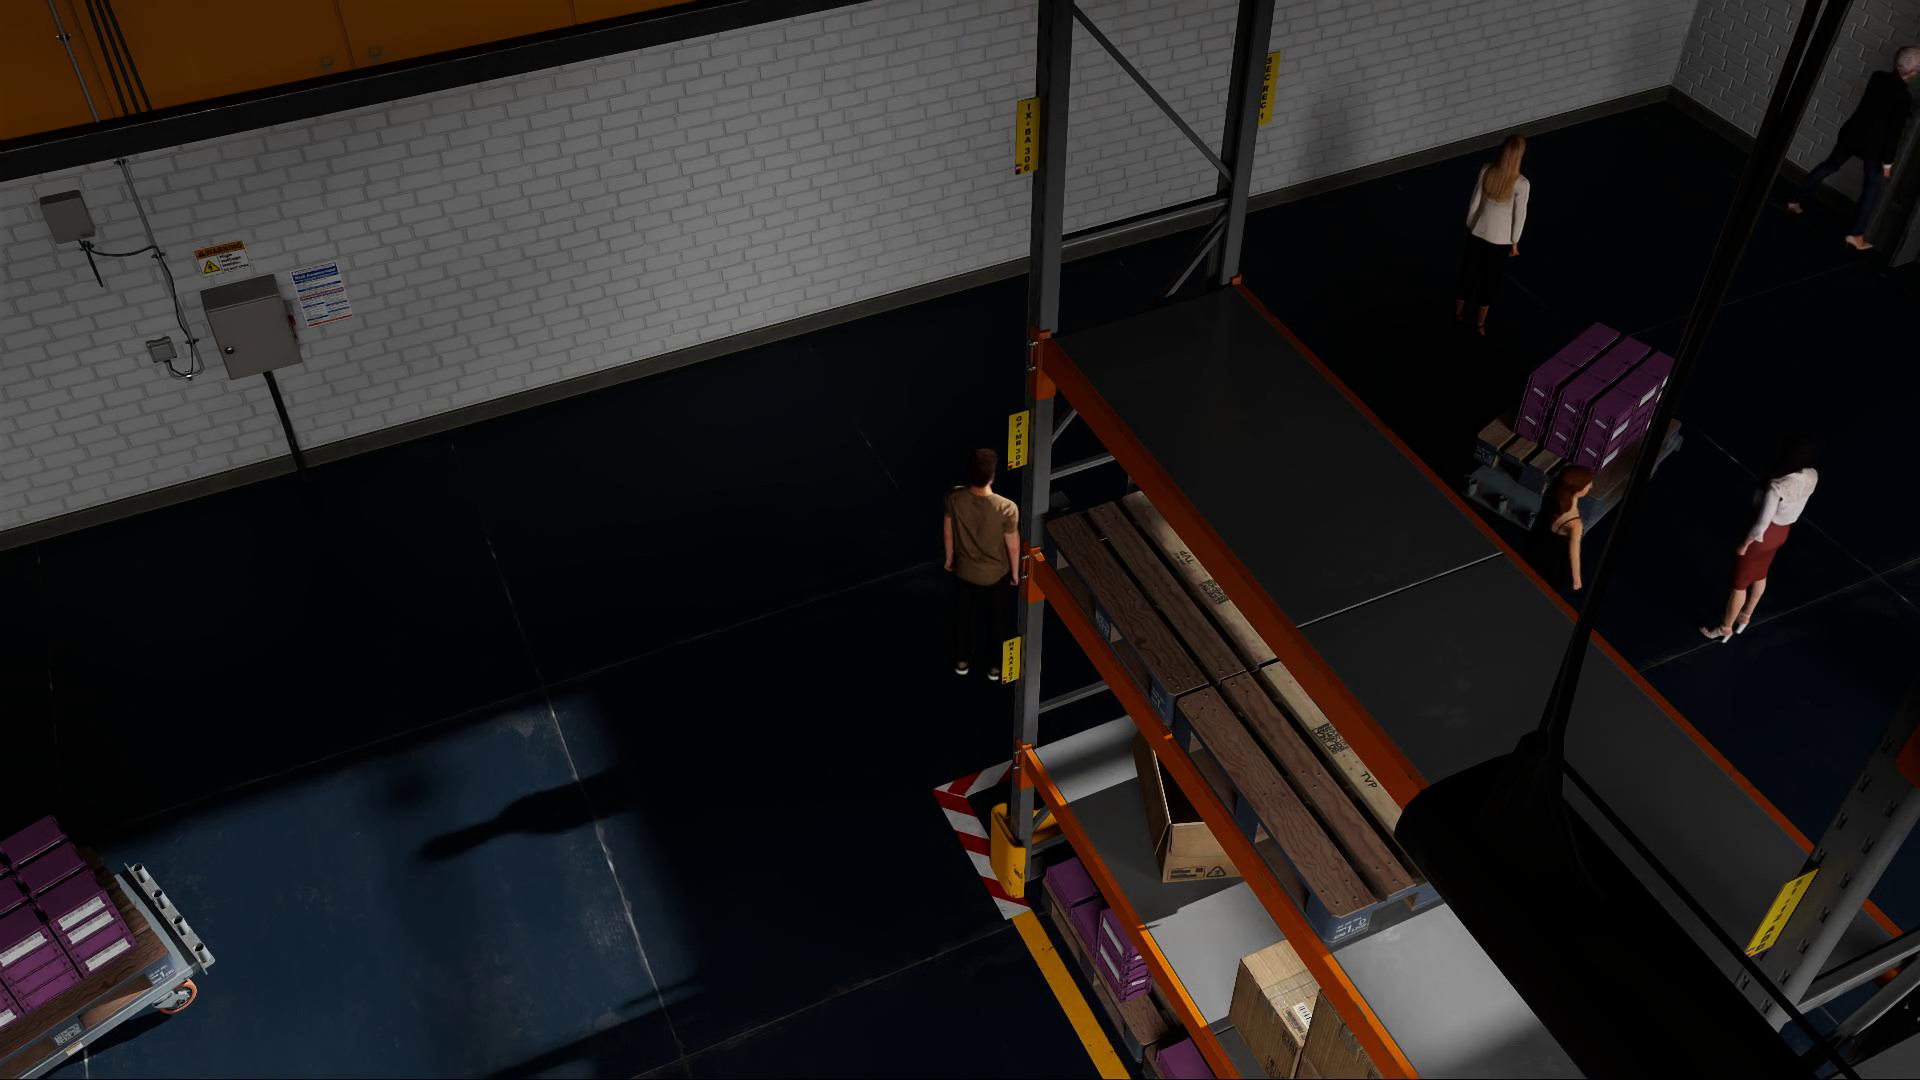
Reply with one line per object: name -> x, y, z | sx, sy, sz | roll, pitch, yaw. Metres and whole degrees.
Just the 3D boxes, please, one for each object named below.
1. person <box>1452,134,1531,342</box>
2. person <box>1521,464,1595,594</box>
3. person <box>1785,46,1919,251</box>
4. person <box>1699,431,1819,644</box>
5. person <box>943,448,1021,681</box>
person -> 4.278, -2.429, 13.406 | 0.596, 1.858, 0.750 | 32, 52, 29
person -> 3.739, 0.142, 10.901 | 0.889, 1.592, 1.011 | -3, 44, -3
person -> 7.406, -3.196, 13.484 | 0.979, 1.756, 0.802 | -10, 45, -10
person -> 5.275, -0.005, 10.941 | 0.623, 1.750, 0.540 | -23, 48, -22
person -> 0.130, 0.164, 10.690 | 0.743, 1.850, 0.795 | 13, 45, 13
